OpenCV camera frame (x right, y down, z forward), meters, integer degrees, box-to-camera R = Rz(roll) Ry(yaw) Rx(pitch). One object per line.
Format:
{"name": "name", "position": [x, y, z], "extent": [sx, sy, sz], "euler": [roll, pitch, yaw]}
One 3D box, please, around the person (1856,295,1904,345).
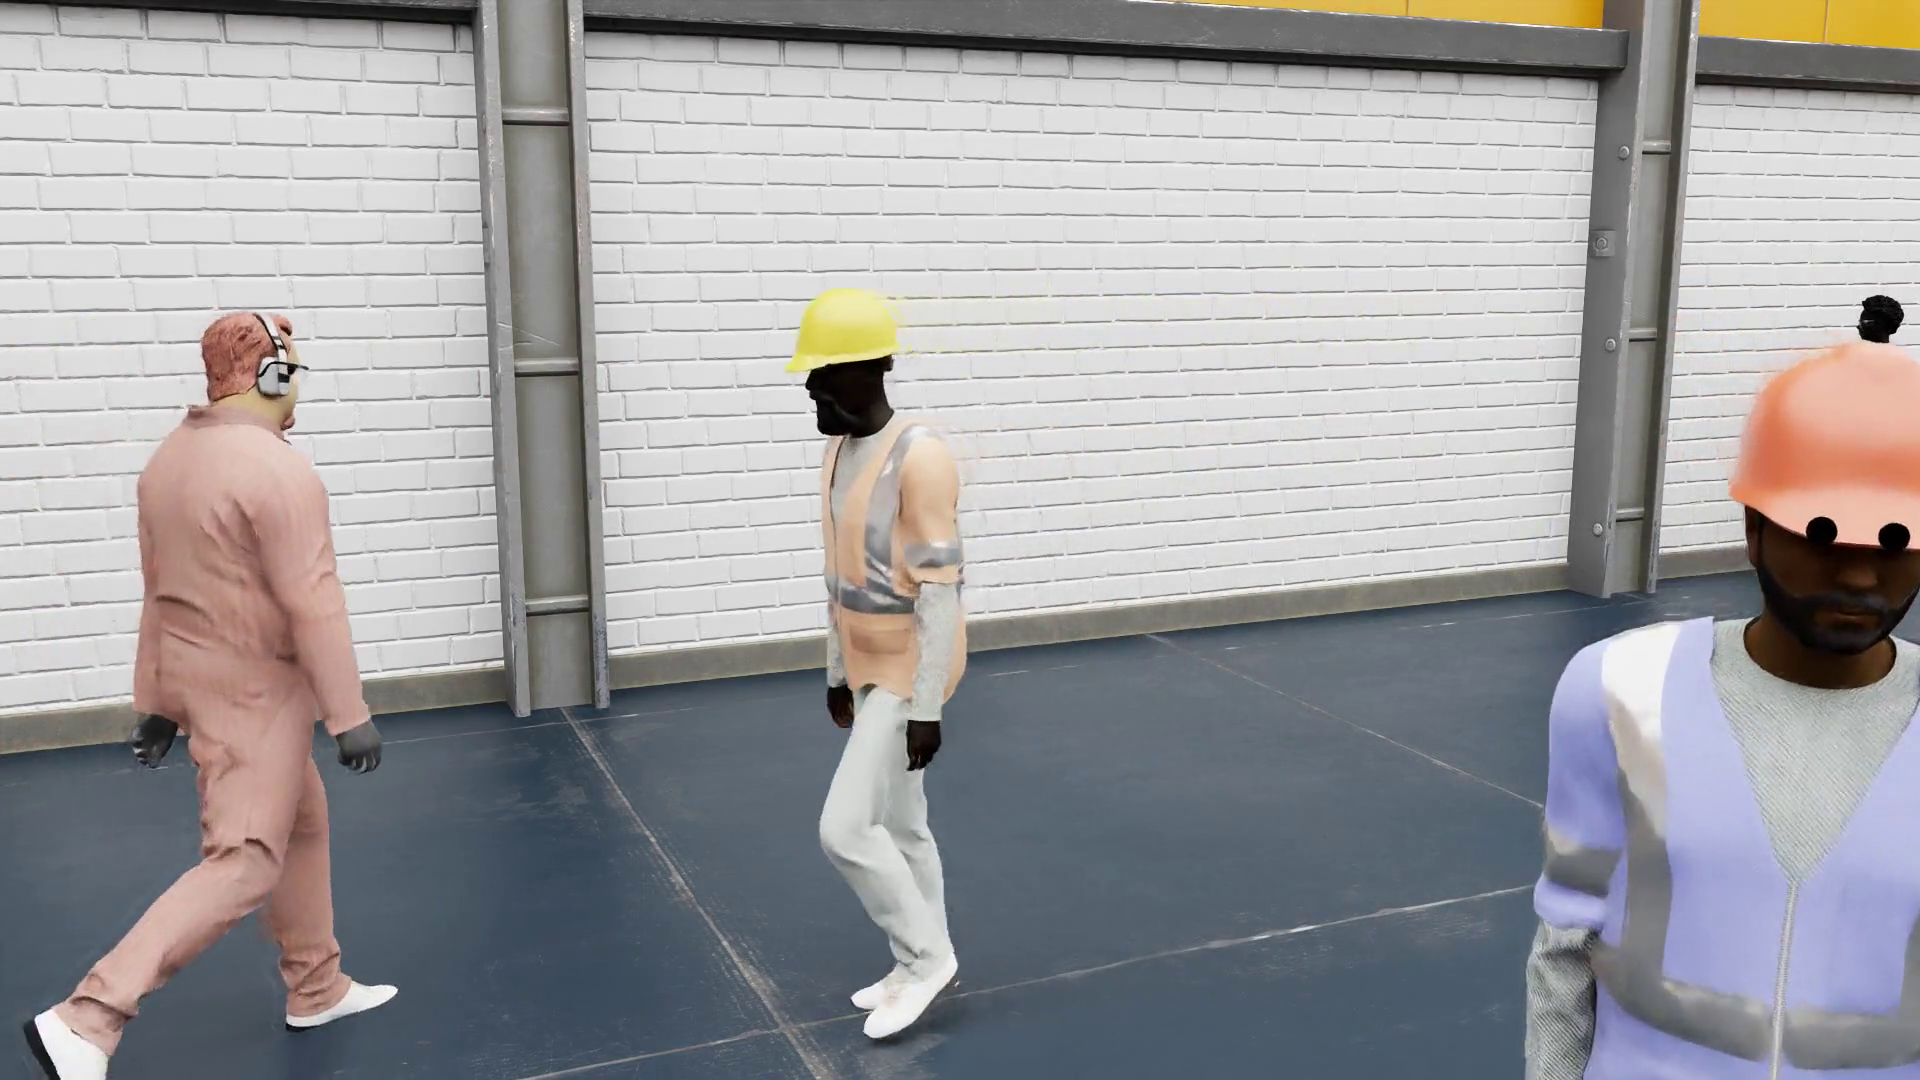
{"name": "person", "position": [5.324, -0.578, 9.737], "extent": [0.316, 1.696, 0.541], "euler": [4, 11, 20]}

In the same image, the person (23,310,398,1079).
{"name": "person", "position": [-1.805, 0.398, 3.951], "extent": [0.660, 1.871, 0.902], "euler": [10, 14, 42]}

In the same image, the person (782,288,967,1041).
{"name": "person", "position": [-0.188, 0.328, 4.182], "extent": [0.517, 1.900, 0.598], "euler": [-5, 11, -24]}

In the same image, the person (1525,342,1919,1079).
{"name": "person", "position": [0.919, 0.740, 1.877], "extent": [0.568, 1.907, 0.726], "euler": [4, 11, 22]}
